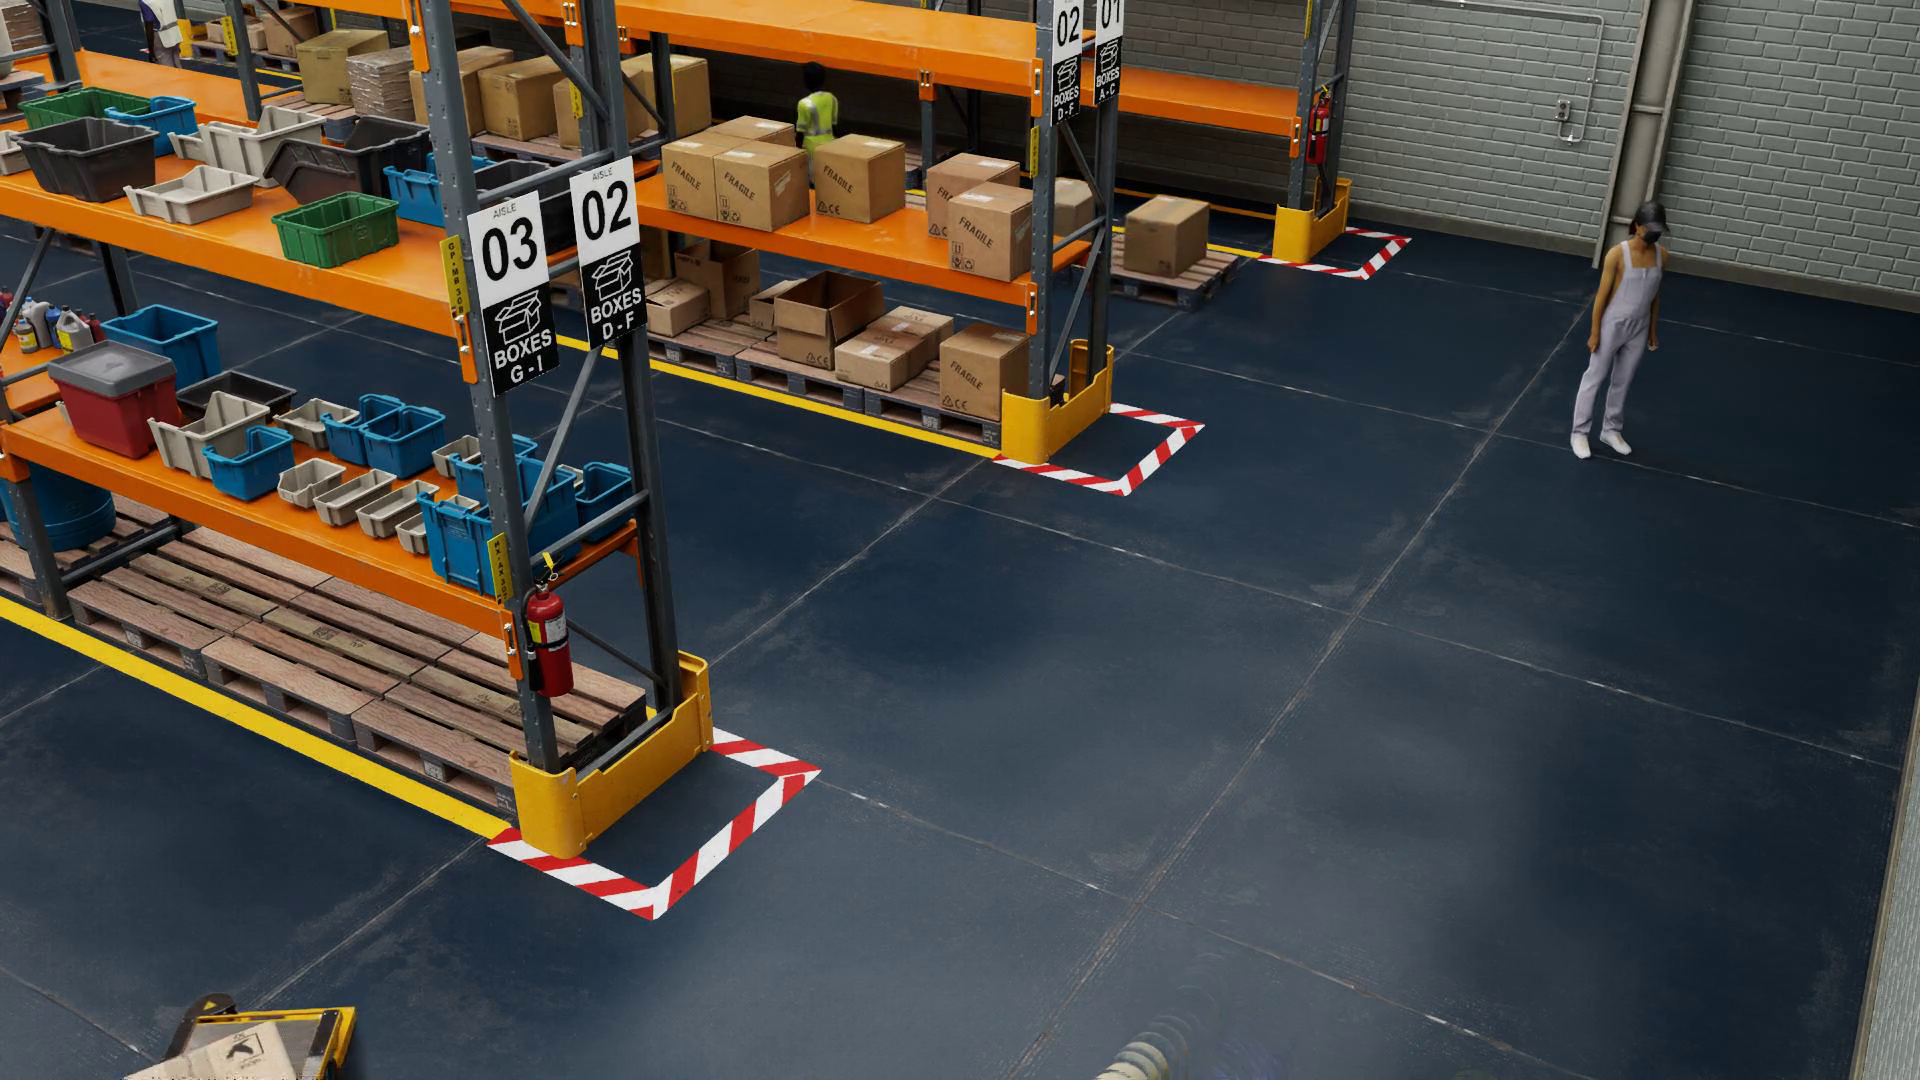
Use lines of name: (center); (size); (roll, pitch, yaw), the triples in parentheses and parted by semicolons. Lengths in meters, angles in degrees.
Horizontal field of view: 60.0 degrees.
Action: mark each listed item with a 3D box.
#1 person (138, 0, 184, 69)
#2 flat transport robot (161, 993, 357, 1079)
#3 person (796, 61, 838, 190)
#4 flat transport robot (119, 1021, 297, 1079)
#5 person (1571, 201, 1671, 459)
person: (-9.235, -5.739, 19.325); (0.395, 1.837, 0.557); (3, 29, 6)
flat transport robot: (-2.856, 2.334, 6.446); (0.659, 0.231, 1.431); (-2, 29, -3)
person: (-1.319, -3.712, 15.864); (0.816, 1.667, 0.533); (16, 33, 26)
flat transport robot: (-2.759, 2.712, 5.767); (0.659, 0.231, 1.431); (-18, 34, -29)
person: (4.650, -1.457, 11.612); (0.511, 1.862, 0.382); (-5, 30, -10)
